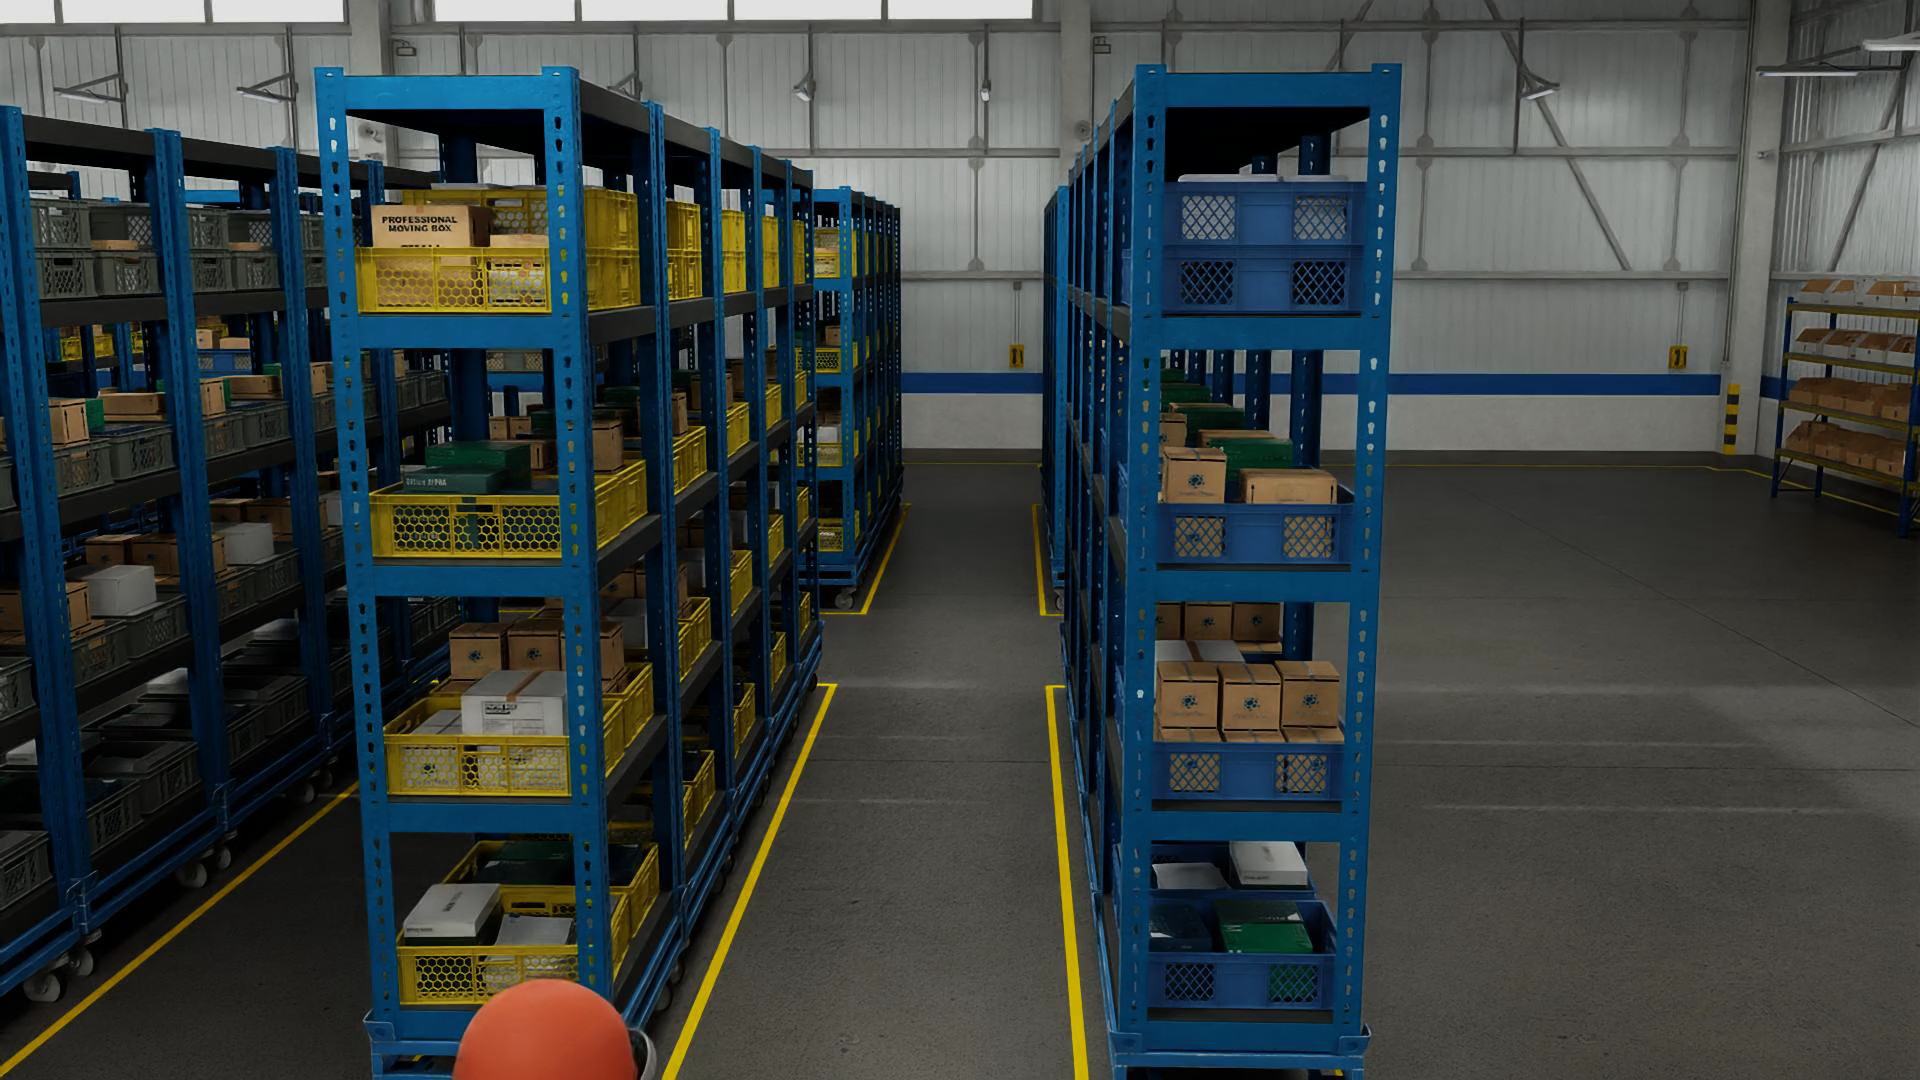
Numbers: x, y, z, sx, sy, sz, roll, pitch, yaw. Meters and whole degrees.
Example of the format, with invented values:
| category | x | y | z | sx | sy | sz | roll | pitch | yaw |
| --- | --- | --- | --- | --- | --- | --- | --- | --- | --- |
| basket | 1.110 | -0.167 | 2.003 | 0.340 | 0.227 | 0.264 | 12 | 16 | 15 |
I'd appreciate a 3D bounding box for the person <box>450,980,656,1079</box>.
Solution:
| category | x | y | z | sx | sy | sz | roll | pitch | yaw |
| --- | --- | --- | --- | --- | --- | --- | --- | --- | --- |
| person | -0.581 | 1.613 | 2.574 | 0.623 | 1.990 | 0.391 | 7 | 12 | 35 |
